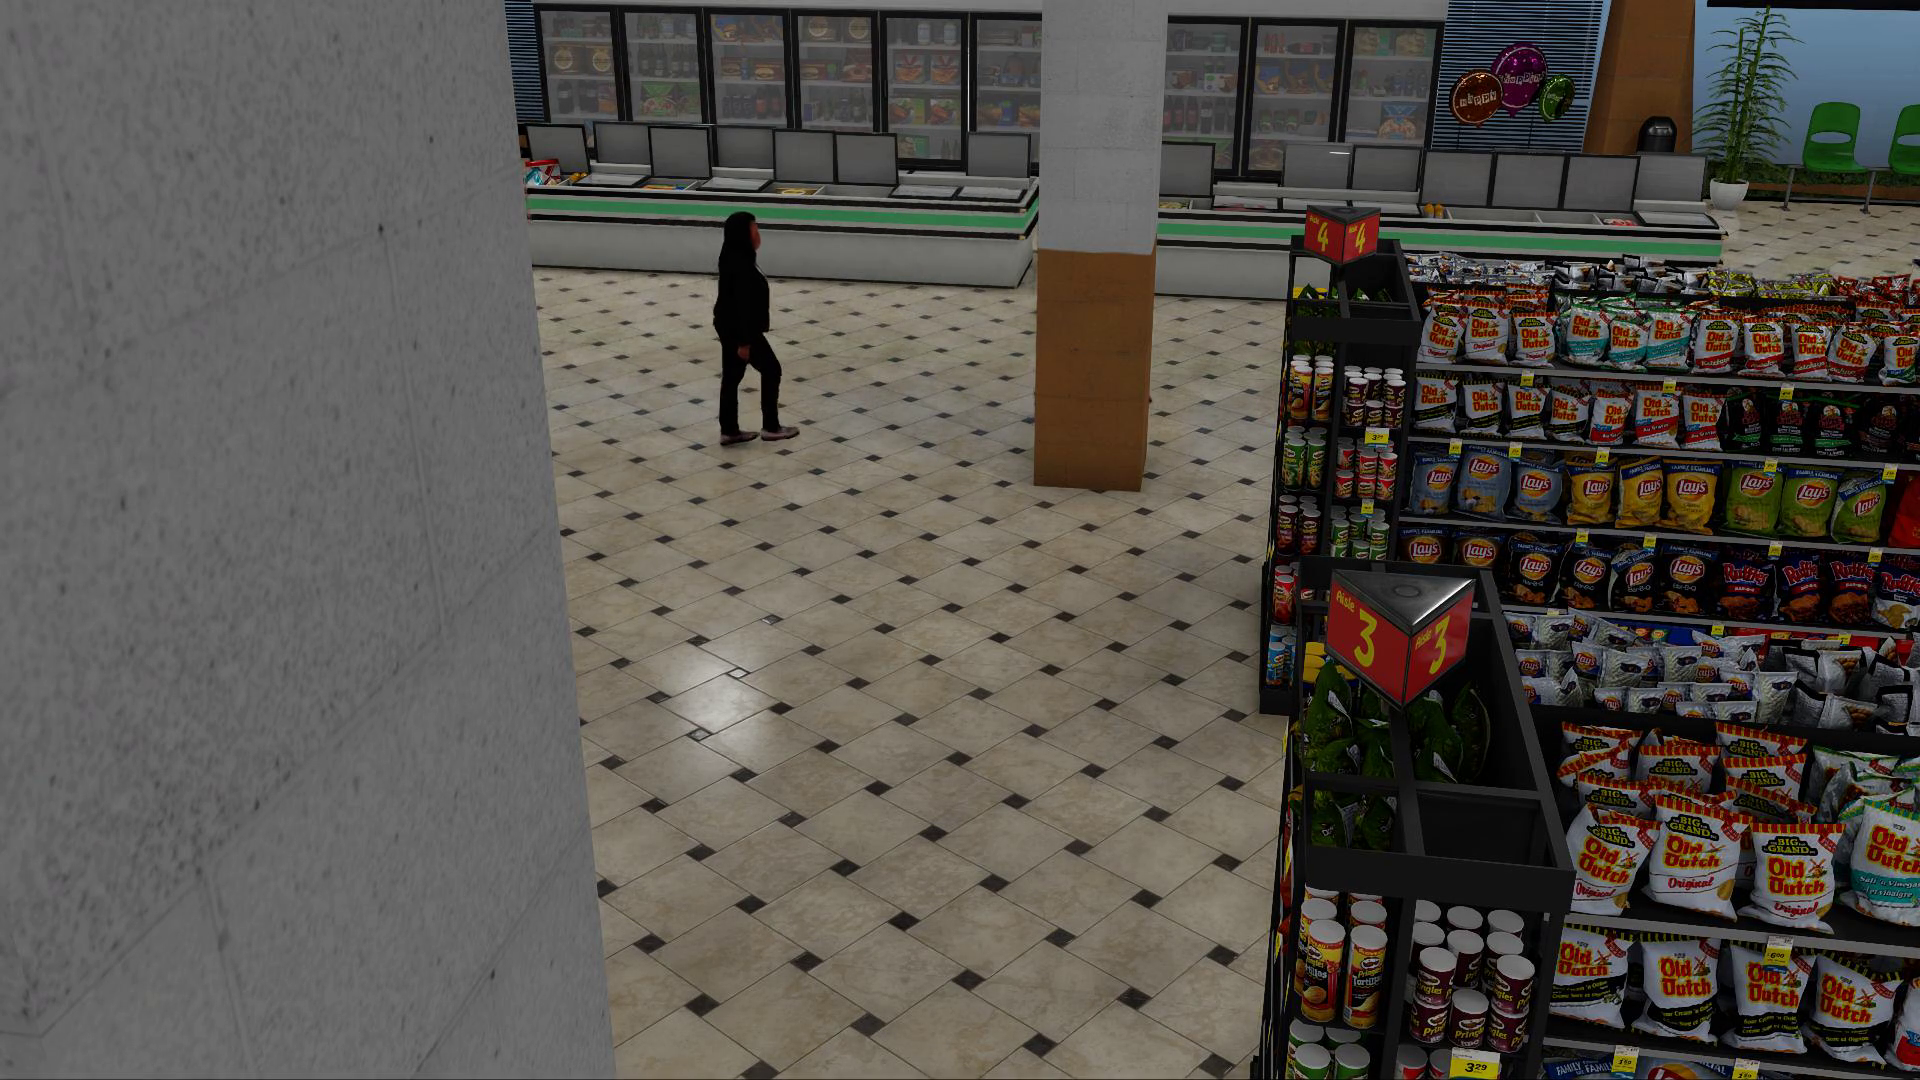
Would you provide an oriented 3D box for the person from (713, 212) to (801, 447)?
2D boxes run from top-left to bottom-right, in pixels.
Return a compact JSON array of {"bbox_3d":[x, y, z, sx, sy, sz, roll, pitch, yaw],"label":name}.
[{"bbox_3d":[-1.545,-1.384,11.182,0.930,1.599,0.862,-9,25,-20],"label":"person"}]
